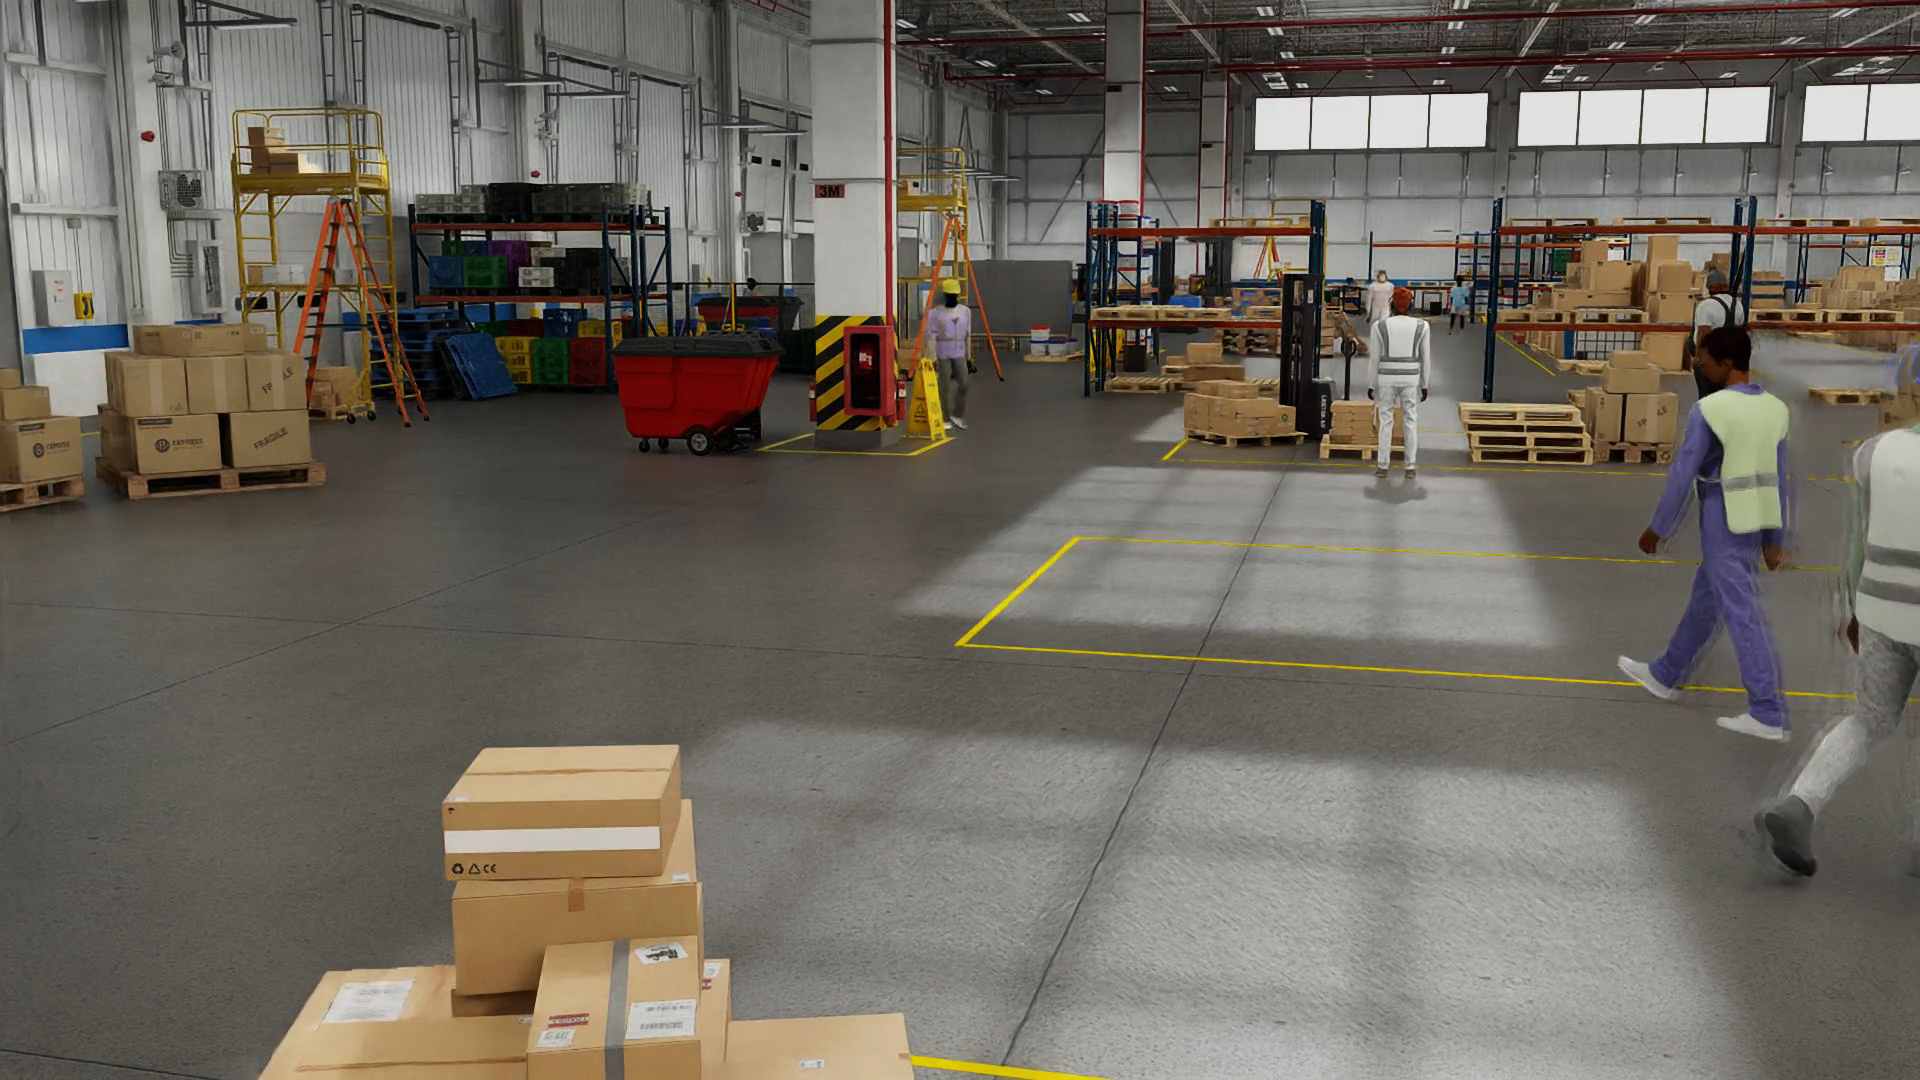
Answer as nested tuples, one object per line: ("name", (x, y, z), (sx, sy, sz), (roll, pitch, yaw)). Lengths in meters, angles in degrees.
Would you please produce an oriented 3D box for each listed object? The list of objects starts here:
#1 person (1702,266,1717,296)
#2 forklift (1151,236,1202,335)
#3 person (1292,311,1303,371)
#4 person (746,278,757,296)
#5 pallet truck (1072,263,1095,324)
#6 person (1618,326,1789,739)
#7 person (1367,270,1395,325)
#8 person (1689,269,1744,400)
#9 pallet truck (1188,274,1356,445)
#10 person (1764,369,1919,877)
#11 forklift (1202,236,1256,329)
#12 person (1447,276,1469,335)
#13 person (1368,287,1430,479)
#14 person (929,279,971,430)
("person", (22.891, -7.404, 50.821), (0.374, 1.932, 0.623), (4, 11, 24))
("forklift", (5.868, -7.214, 46.879), (1.873, 2.768, 1.129), (2, 10, 14))
("person", (6.605, -4.102, 31.938), (0.335, 1.734, 0.487), (6, 12, 33))
("person", (-5.001, -5.471, 40.097), (0.317, 1.695, 0.540), (-3, 10, -17))
("pallet truck", (4.325, -8.180, 55.162), (0.823, 1.965, 1.885), (6, 11, 31))
("person", (3.509, -0.060, 7.788), (0.581, 1.855, 0.995), (-6, 12, -33))
("person", (9.990, -5.480, 39.572), (0.643, 1.904, 0.959), (1, 10, 6))
("person", (9.254, -2.315, 20.505), (0.684, 2.000, 0.535), (-4, 11, -24))
("pallet truck", (3.653, -2.138, 19.590), (1.885, 1.965, 0.823), (-4, 10, -20))
("person", (3.244, 0.260, 5.700), (0.829, 1.920, 0.616), (-3, 10, -18))
("forklift", (7.993, -7.854, 50.650), (1.873, 2.768, 1.129), (-2, 10, -12))
("person", (13.985, -6.568, 46.665), (0.546, 1.651, 0.837), (6, 11, 30))
("person", (4.322, -1.539, 16.397), (0.586, 1.882, 0.340), (1, 10, 8))
("person", (-0.106, -2.326, 20.956), (0.609, 1.905, 0.573), (-5, 11, -25))
